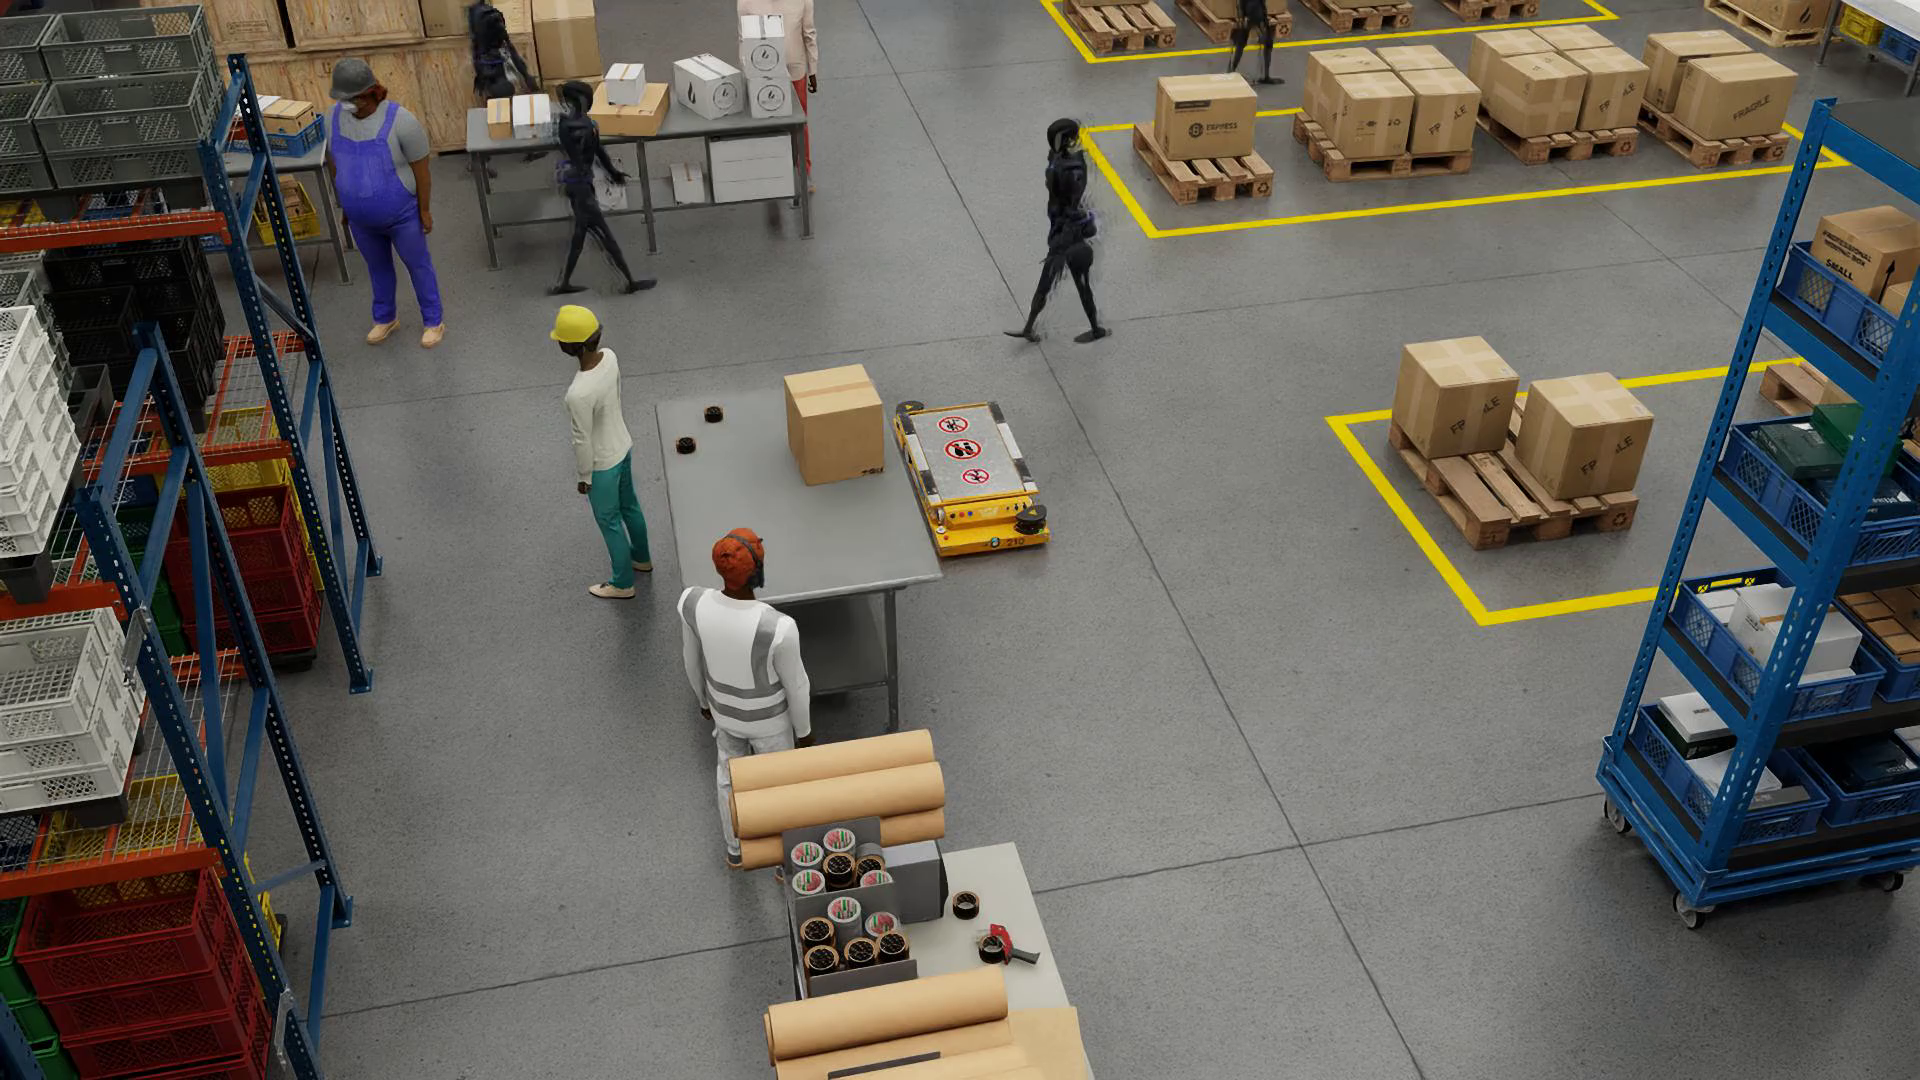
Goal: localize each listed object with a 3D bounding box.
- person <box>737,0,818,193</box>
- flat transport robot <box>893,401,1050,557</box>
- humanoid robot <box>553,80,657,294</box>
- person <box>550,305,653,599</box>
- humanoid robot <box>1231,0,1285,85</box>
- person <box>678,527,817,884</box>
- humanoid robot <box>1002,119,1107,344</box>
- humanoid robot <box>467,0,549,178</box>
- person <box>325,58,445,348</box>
[{"bbox_3d":[-1.414,-3.664,13.044,0.614,1.986,0.406,-6,37,-8],"label":"person"},{"bbox_3d":[0.046,-0.430,10.108,0.652,0.197,1.431,-8,37,-10],"label":"flat transport robot"},{"bbox_3d":[-2.616,-2.463,11.727,0.759,1.628,0.559,-9,38,-12],"label":"humanoid robot"},{"bbox_3d":[-1.937,-0.468,8.935,0.337,1.756,0.516,6,37,8],"label":"person"},{"bbox_3d":[2.737,-4.918,14.999,0.631,1.640,0.596,-4,37,-5],"label":"humanoid robot"},{"bbox_3d":[-0.894,0.739,7.209,0.574,1.882,0.355,14,39,18],"label":"person"},{"bbox_3d":[0.696,-2.016,11.117,0.757,1.627,0.597,-15,39,-19],"label":"humanoid robot"},{"bbox_3d":[-3.772,-3.768,13.484,0.689,1.628,0.565,-20,41,-24],"label":"humanoid robot"},{"bbox_3d":[-3.848,-2.222,11.057,0.673,2.000,0.537,6,37,8],"label":"person"}]
